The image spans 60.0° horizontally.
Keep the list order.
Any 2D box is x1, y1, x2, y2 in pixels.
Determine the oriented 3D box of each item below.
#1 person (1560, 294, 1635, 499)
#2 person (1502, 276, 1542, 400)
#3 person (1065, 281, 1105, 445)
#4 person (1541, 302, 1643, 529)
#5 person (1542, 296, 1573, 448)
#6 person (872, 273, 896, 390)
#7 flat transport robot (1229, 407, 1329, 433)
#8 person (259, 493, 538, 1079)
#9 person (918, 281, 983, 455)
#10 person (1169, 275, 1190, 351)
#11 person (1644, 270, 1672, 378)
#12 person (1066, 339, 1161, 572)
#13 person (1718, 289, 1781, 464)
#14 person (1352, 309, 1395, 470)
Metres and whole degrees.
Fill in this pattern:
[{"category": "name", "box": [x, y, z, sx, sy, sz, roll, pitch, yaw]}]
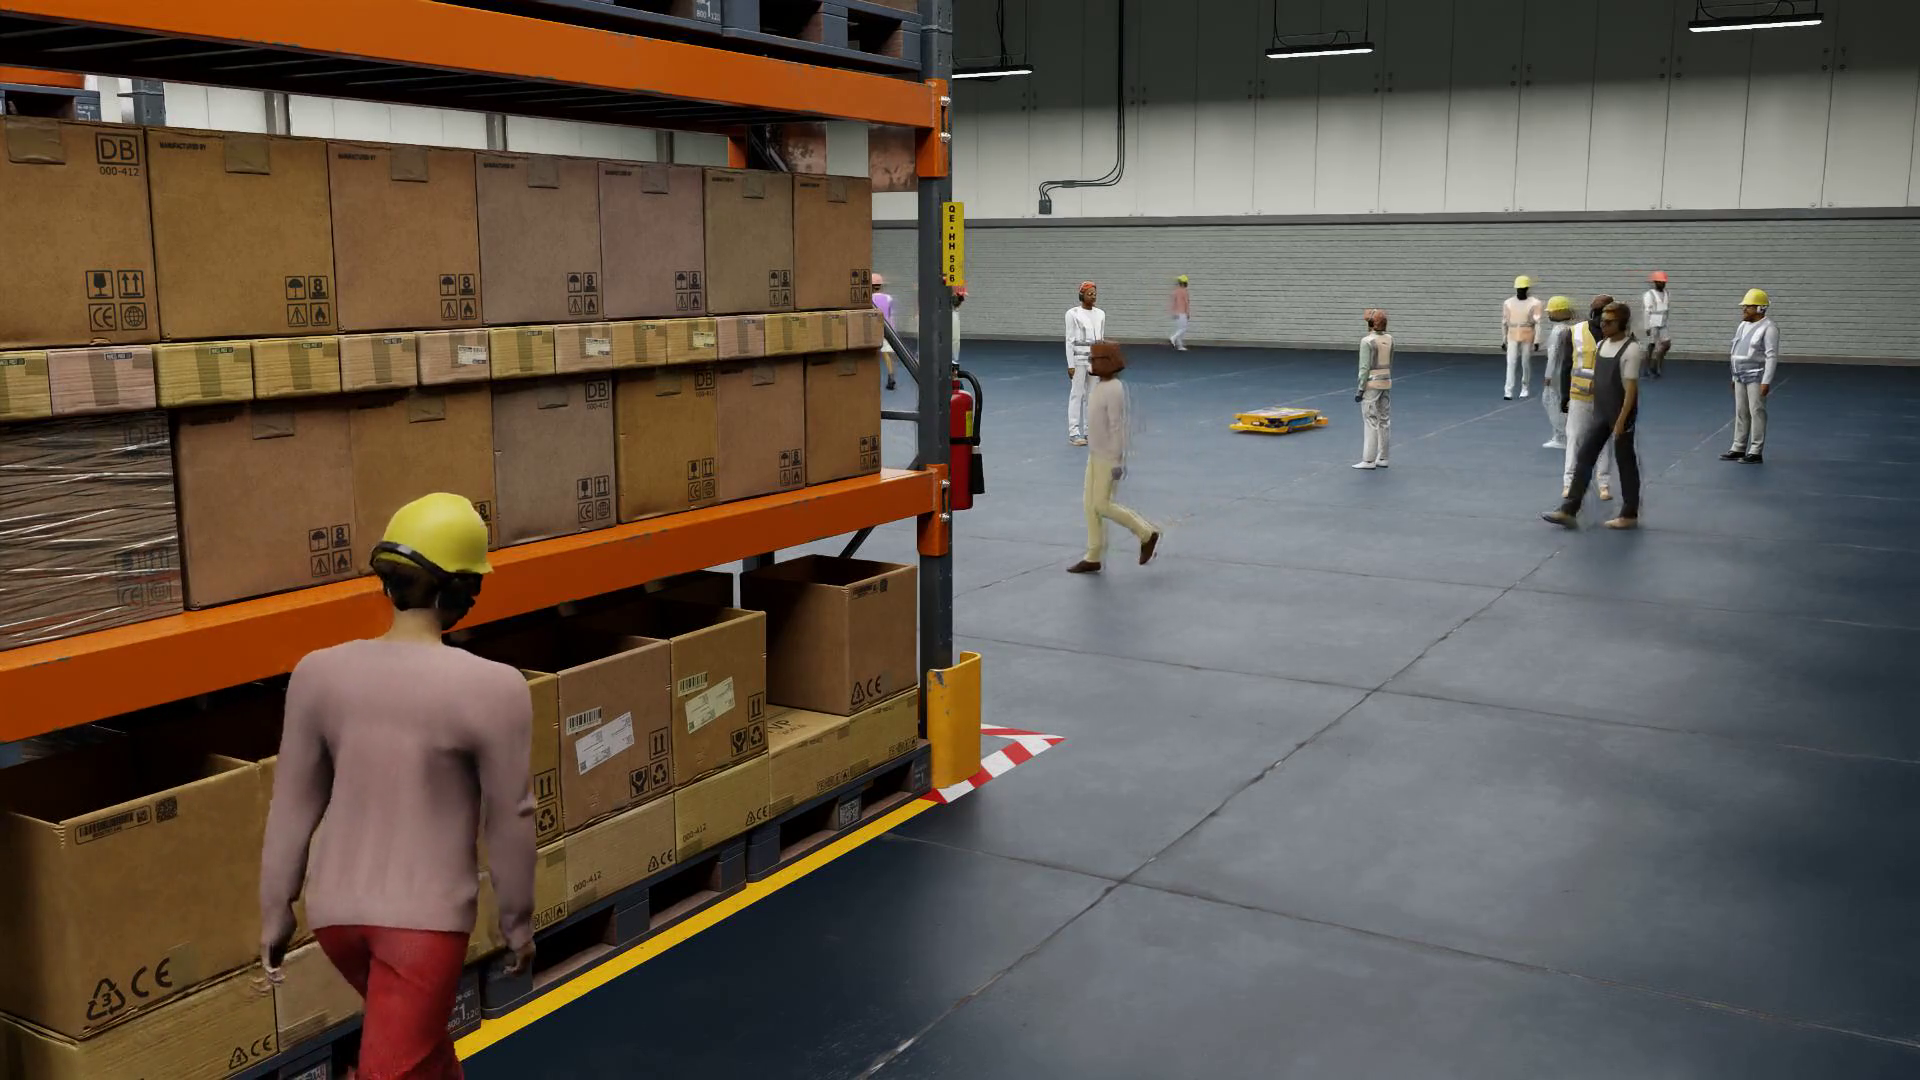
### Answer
[{"category": "person", "box": [5.705, -1.277, 14.922, 0.619, 1.838, 0.430, 3, 10, 16]}, {"category": "person", "box": [8.579, -3.091, 25.423, 0.604, 1.877, 0.984, 6, 11, 31]}, {"category": "person", "box": [1.462, -2.038, 19.237, 0.575, 1.883, 0.355, -8, 12, -39]}, {"category": "person", "box": [5.057, -0.964, 13.155, 0.880, 1.807, 0.542, -3, 10, -17]}, {"category": "person", "box": [6.760, -1.895, 18.846, 0.423, 1.720, 0.499, 7, 12, 35]}, {"category": "person", "box": [-1.327, -3.413, 27.252, 0.545, 1.900, 0.955, -4, 10, -22]}, {"category": "flat transport robot", "box": [4.009, -1.510, 20.852, 0.652, 0.197, 1.431, 8, 12, 38]}, {"category": "person", "box": [-1.149, 0.762, 3.399, 0.519, 1.687, 0.947, 3, 10, 18]}, {"category": "person", "box": [-0.107, -1.833, 17.804, 0.837, 1.943, 0.648, -6, 11, -30]}, {"category": "person", "box": [5.045, -5.216, 38.210, 0.503, 1.750, 0.536, -4, 10, -22]}, {"category": "person", "box": [12.443, -3.831, 29.621, 0.565, 1.915, 0.510, -4, 10, -21]}, {"category": "person", "box": [1.043, -0.564, 11.387, 0.565, 1.618, 0.504, -2, 10, -10]}, {"category": "person", "box": [8.320, -1.718, 17.500, 0.404, 1.835, 0.590, -1, 10, -8]}, {"category": "person", "box": [4.239, -1.537, 17.007, 0.513, 1.642, 0.311, -8, 13, -40]}]
